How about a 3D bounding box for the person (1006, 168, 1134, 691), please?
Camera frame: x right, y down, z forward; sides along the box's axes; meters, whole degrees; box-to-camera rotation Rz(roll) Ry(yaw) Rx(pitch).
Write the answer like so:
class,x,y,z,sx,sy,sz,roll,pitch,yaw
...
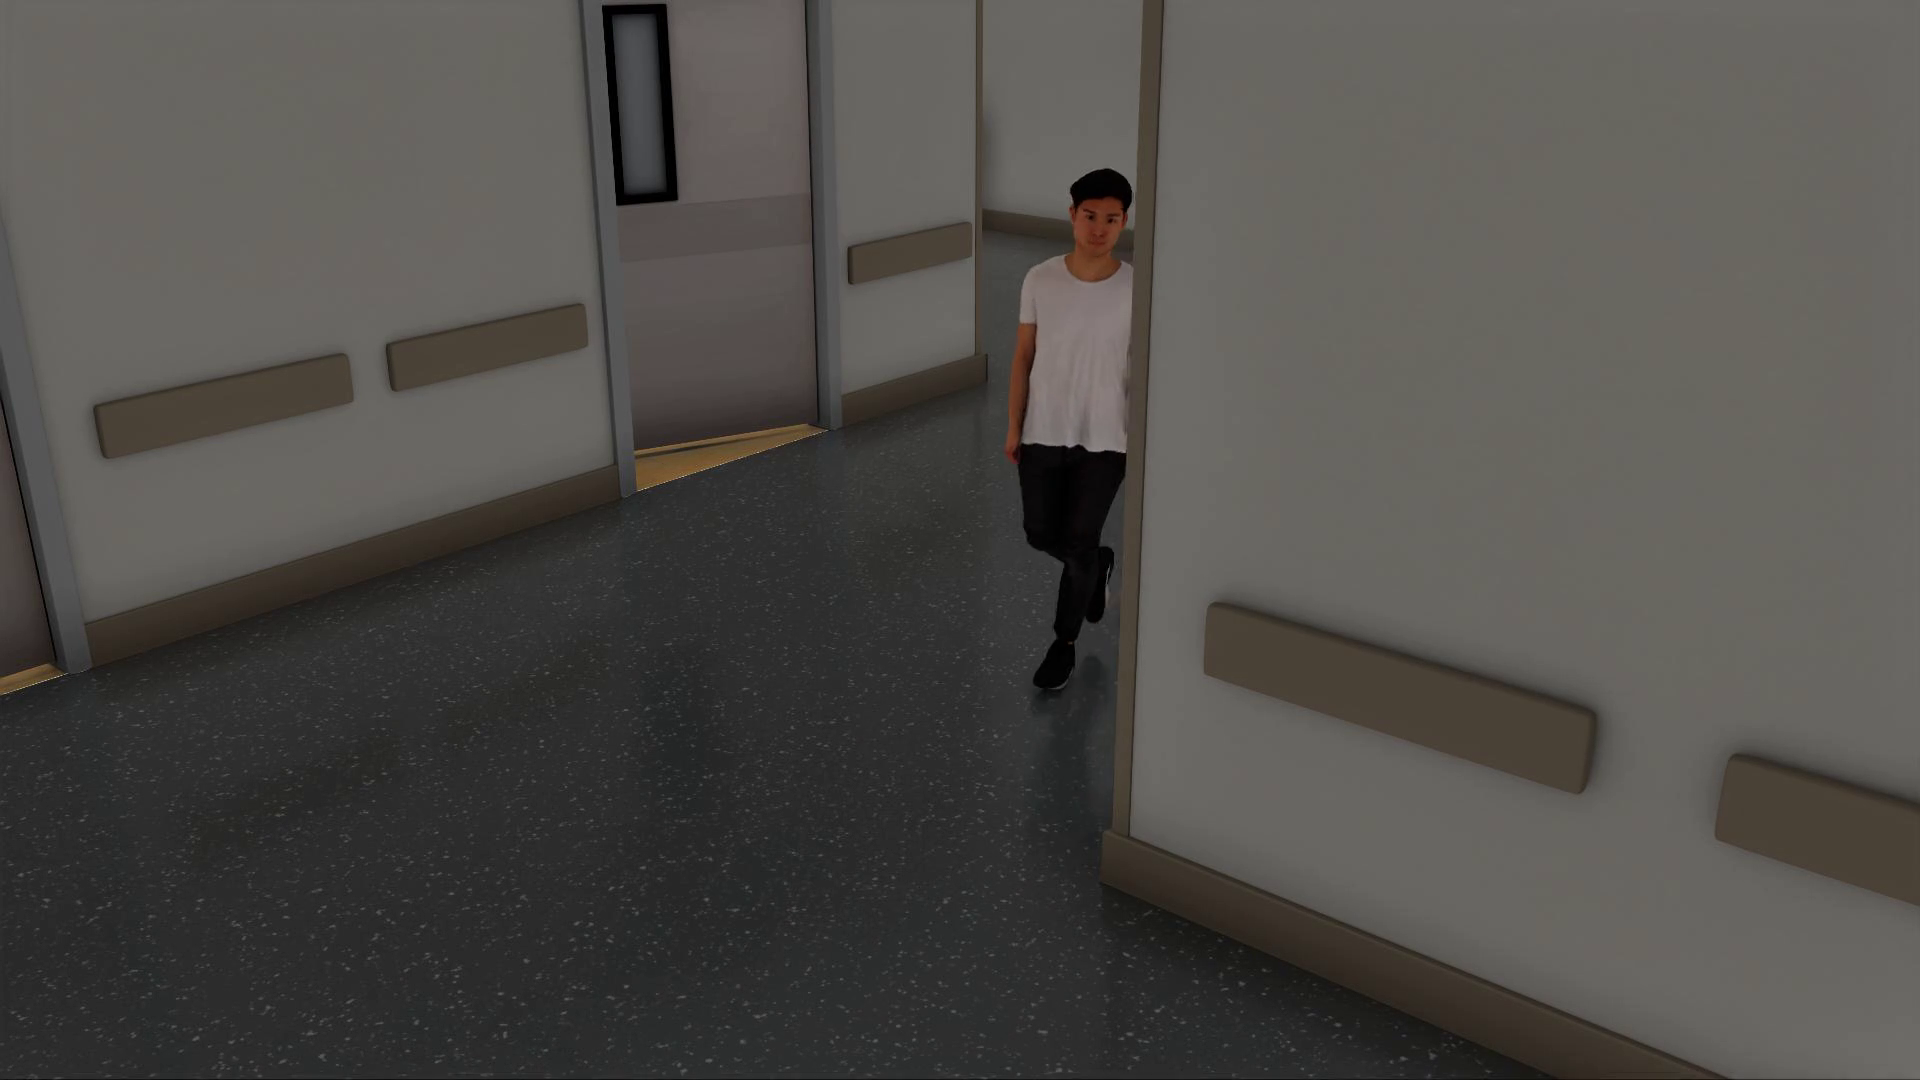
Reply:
class,x,y,z,sx,sy,sz,roll,pitch,yaw
person,0.408,-0.378,5.500,0.816,1.705,0.984,9,22,22
